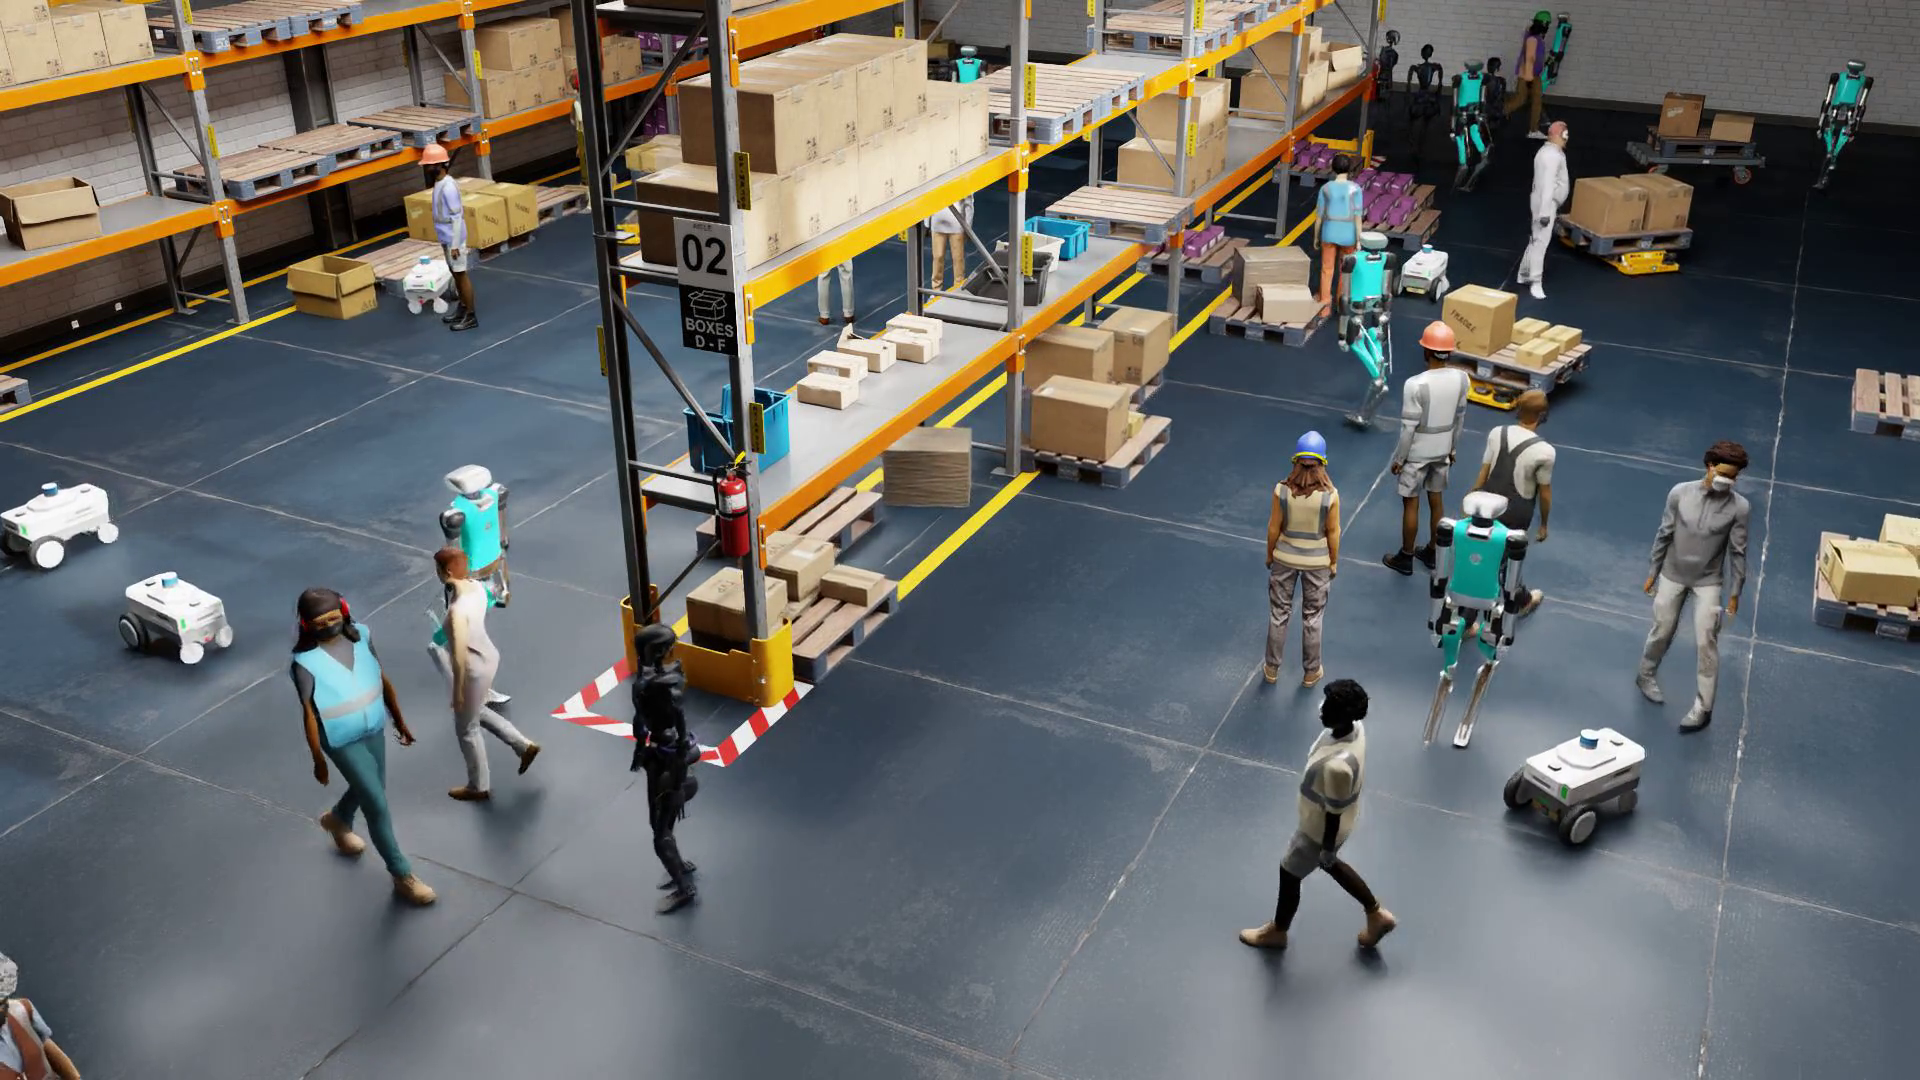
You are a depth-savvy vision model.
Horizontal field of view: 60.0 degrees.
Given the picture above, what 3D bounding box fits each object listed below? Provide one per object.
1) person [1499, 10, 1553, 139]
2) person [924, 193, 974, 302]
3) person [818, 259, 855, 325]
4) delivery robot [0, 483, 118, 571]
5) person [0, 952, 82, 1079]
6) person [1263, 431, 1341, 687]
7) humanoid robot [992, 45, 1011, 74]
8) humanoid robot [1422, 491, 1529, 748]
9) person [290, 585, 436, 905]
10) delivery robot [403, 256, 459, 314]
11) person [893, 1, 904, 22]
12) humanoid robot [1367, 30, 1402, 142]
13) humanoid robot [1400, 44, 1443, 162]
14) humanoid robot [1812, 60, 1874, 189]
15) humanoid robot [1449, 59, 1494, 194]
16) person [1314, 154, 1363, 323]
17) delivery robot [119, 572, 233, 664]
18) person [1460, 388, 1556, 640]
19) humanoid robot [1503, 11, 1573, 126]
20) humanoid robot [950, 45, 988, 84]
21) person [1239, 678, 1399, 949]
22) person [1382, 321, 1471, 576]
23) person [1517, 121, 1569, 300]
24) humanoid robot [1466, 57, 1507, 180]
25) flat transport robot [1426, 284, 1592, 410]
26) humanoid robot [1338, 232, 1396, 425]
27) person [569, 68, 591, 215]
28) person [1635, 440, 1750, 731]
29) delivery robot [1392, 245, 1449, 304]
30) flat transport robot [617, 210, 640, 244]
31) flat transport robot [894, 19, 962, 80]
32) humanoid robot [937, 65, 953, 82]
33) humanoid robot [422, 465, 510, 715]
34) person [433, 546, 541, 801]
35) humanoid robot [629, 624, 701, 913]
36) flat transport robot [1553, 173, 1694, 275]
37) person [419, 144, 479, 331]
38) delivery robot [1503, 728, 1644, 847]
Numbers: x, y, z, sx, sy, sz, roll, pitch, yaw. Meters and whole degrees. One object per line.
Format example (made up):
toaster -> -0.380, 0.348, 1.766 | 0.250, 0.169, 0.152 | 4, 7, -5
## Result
person -> 8.604, -7.077, 25.256 | 0.890, 1.873, 0.546 | 18, 32, 32
person -> -0.134, -3.414, 18.000 | 0.562, 1.751, 0.325 | 6, 27, 12
person -> -1.328, -3.160, 17.354 | 0.566, 1.874, 0.394 | -5, 27, -9
delivery robot -> -6.921, -0.139, 12.741 | 0.499, 0.598, 0.802 | 17, 31, 30
person -> -3.588, 2.318, 6.508 | 0.636, 1.671, 0.434 | 7, 27, 13
person -> 2.222, 0.134, 10.812 | 0.459, 1.774, 0.314 | 8, 27, 15
humanoid robot -> 0.697, -6.211, 23.722 | 0.599, 1.657, 0.315 | -10, 28, -20
humanoid robot -> 3.157, 0.476, 10.173 | 0.542, 1.808, 0.677 | 13, 29, 25
person -> -3.261, 1.047, 8.902 | 0.914, 1.830, 0.526 | 14, 29, 25
delivery robot -> -5.765, -2.799, 18.117 | 0.525, 0.602, 0.774 | 0, 26, 1
person -> -1.034, -9.391, 30.004 | 0.364, 1.824, 0.516 | 1, 26, 3
humanoid robot -> 6.398, -6.808, 24.961 | 0.606, 1.640, 0.611 | 0, 26, 0
humanoid robot -> 6.631, -6.249, 23.807 | 0.589, 1.642, 0.359 | -5, 27, -11
humanoid robot -> 11.720, -5.450, 22.123 | 0.577, 1.735, 1.001 | 9, 28, 17
humanoid robot -> 6.835, -5.415, 22.106 | 0.539, 1.810, 0.771 | -7, 27, -14
person -> 4.003, -3.194, 17.604 | 0.531, 1.714, 0.754 | 7, 27, 15
delivery robot -> -5.383, 0.496, 11.443 | 0.737, 0.585, 0.523 | 17, 31, 31
person -> 3.790, -0.180, 11.441 | 0.963, 1.774, 0.518 | -15, 30, -28
humanoid robot -> 8.951, -7.343, 25.967 | 0.979, 1.757, 0.552 | 3, 27, 6
humanoid robot -> 0.115, -5.895, 23.022 | 0.531, 1.765, 0.730 | 1, 26, 2
person -> 1.869, 1.399, 8.371 | 0.733, 1.662, 0.531 | 11, 28, 20
person -> 3.421, -0.672, 12.257 | 0.550, 1.934, 0.370 | -10, 28, -20
person -> 6.461, -3.629, 18.308 | 0.401, 1.875, 0.800 | 6, 27, 12
humanoid robot -> 7.276, -5.837, 23.020 | 0.591, 1.645, 0.622 | -12, 29, -23
flat transport robot -> 5.292, -1.594, 15.998 | 0.659, 0.231, 1.431 | 22, 34, 37
humanoid robot -> 3.678, -1.771, 14.718 | 0.553, 1.801, 0.779 | -10, 28, -19
person -> -4.776, -5.106, 21.313 | 0.390, 1.847, 0.565 | 2, 26, 4
person -> 4.612, 0.263, 10.453 | 0.574, 1.871, 0.608 | 13, 29, 25
delivery robot -> 5.145, -2.957, 18.442 | 0.515, 0.606, 0.778 | 14, 30, 27
flat transport robot -> -3.803, -3.971, 20.800 | 0.659, 0.231, 1.431 | 3, 26, 6
flat transport robot -> -0.683, -8.365, 29.675 | 0.659, 0.231, 1.431 | 7, 27, 13
humanoid robot -> -0.252, -5.569, 22.487 | 0.695, 1.651, 0.609 | -13, 29, -24
humanoid robot -> -3.150, 0.333, 10.448 | 0.728, 1.783, 0.530 | 12, 29, 22
person -> -2.801, 0.777, 9.642 | 0.463, 1.639, 0.476 | 1, 26, 1
humanoid robot -> -1.596, 1.182, 8.799 | 0.383, 1.651, 0.598 | -17, 31, -31
flat transport robot -> 7.827, -3.457, 19.761 | 0.659, 0.231, 1.431 | -6, 27, -12
person -> -5.298, -3.131, 17.223 | 0.376, 1.936, 0.546 | -12, 29, -23
delivery robot -> 3.612, 1.371, 9.663 | 0.759, 0.575, 0.499 | -14, 30, -27
